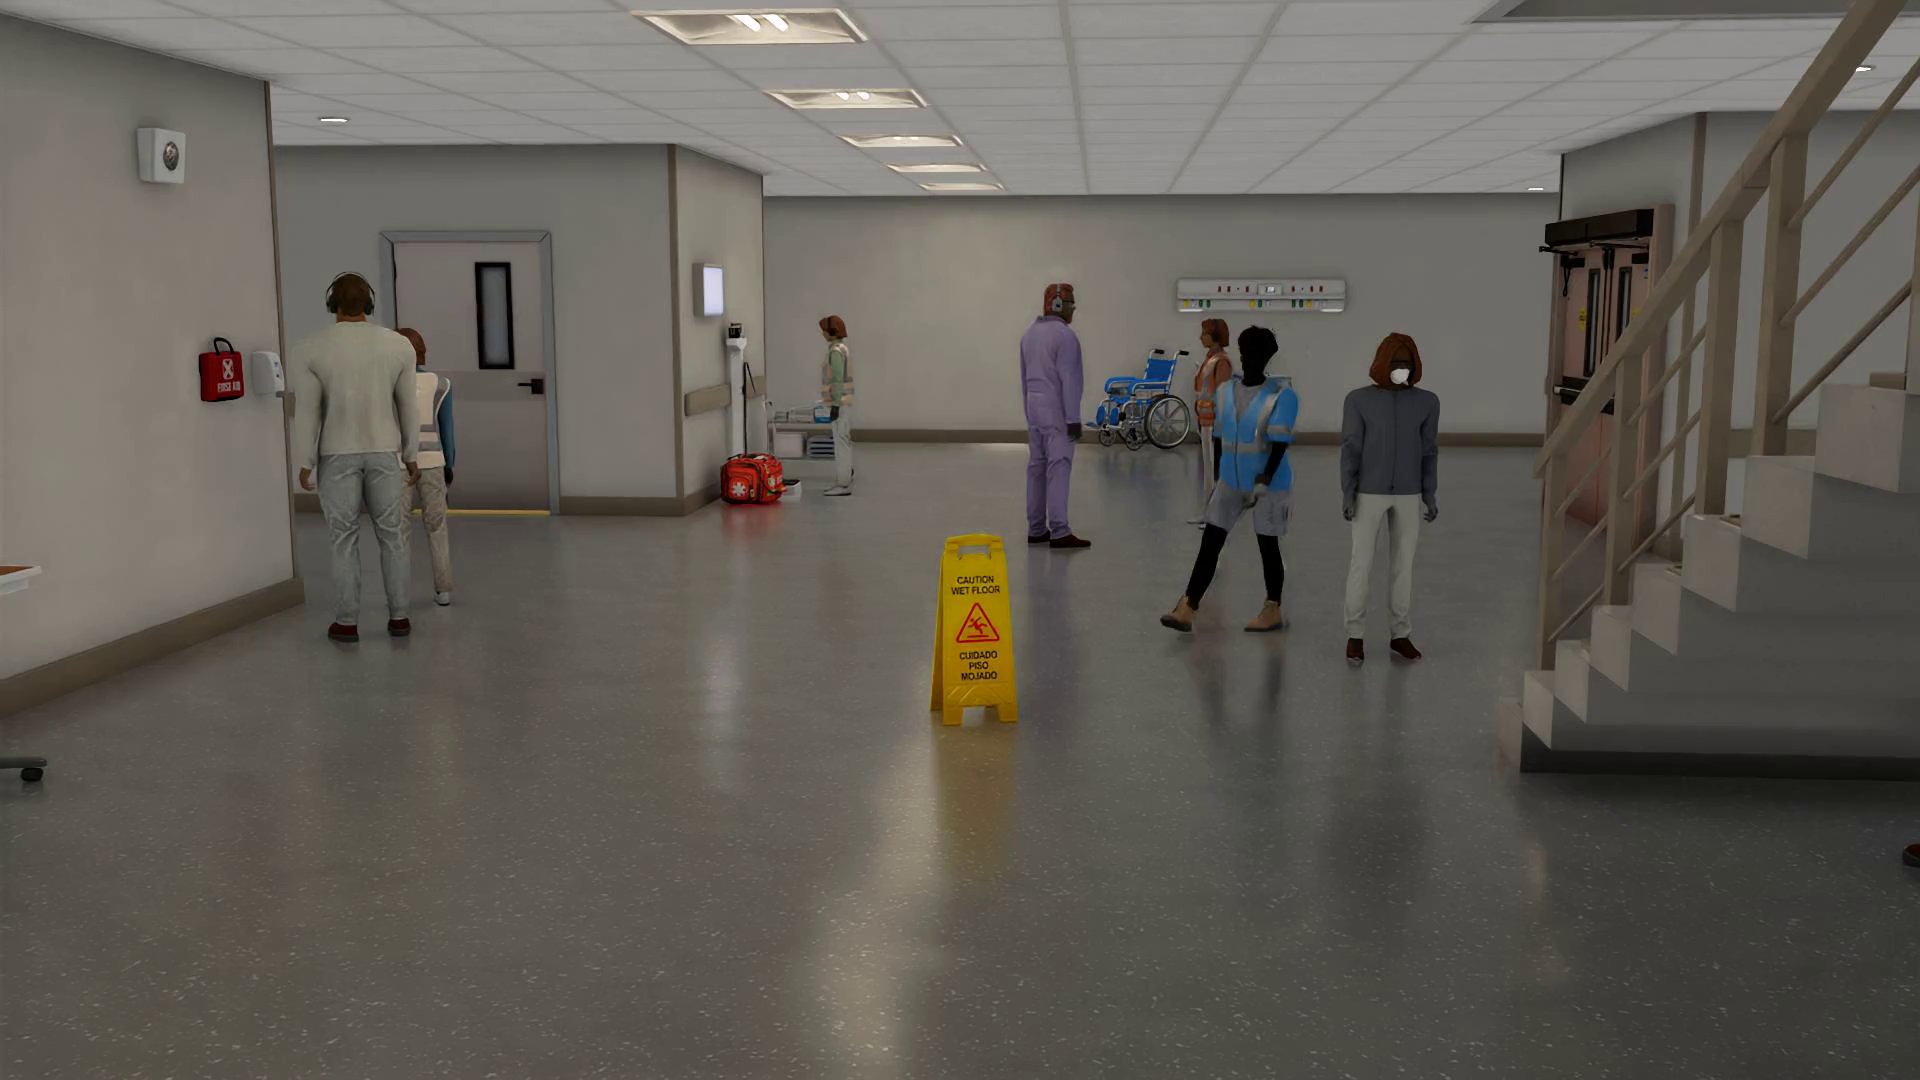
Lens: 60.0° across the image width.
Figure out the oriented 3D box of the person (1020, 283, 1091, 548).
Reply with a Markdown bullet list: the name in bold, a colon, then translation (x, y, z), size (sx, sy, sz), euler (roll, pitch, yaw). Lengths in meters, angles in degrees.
- **person**: translation (0.697, -0.900, 12.052), size (0.401, 1.905, 0.642), euler (-4, 9, -27)

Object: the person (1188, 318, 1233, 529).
- **person**: translation (1.979, -0.904, 12.967), size (0.308, 1.641, 0.517), euler (-1, 8, -6)

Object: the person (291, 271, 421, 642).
- **person**: translation (-3.157, -0.432, 8.747), size (0.635, 1.937, 0.354), euler (-5, 10, -32)

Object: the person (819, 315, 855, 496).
- **person**: translation (-1.113, -1.218, 15.107), size (0.314, 1.639, 0.515), euler (0, 8, 0)

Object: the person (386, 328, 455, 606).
- **person**: translation (-3.173, -0.411, 9.652), size (0.508, 1.629, 0.317), euler (-6, 11, -37)

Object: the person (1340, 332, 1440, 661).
- **person**: translation (2.137, -0.213, 8.289), size (0.497, 1.633, 0.288), euler (-1, 8, -5)

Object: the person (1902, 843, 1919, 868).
- **person**: translation (3.120, 0.125, 5.002), size (0.371, 1.932, 0.627), euler (2, 9, 14)

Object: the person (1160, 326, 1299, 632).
- **person**: translation (1.478, -0.290, 8.755), size (0.546, 1.651, 0.803), euler (8, 12, 44)
